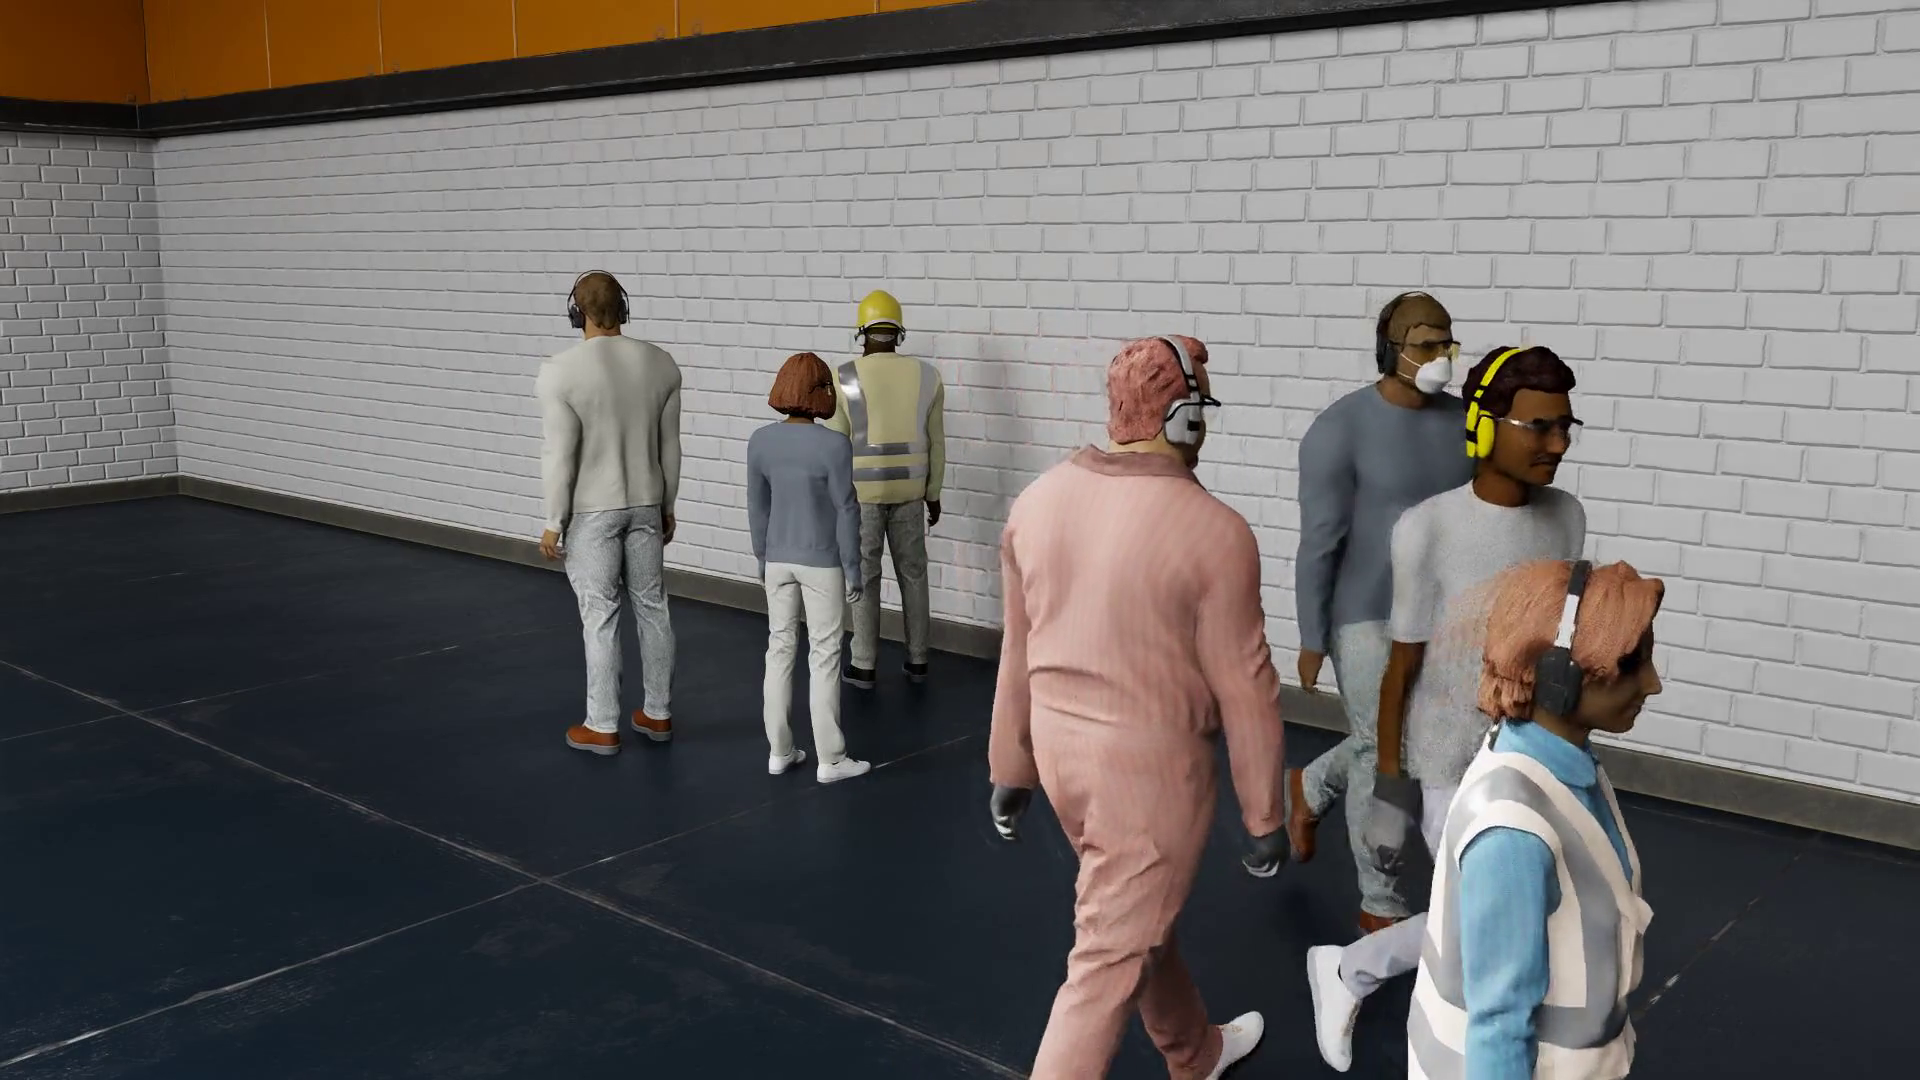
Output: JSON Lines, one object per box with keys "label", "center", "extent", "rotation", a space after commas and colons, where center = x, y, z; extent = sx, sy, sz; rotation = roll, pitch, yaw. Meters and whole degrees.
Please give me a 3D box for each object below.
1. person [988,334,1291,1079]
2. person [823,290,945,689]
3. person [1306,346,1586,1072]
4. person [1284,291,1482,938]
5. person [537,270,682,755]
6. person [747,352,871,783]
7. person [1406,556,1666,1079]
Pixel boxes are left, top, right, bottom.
{"label": "person", "center": [0.400, 0.493, 3.547], "extent": [1.039, 1.846, 0.649], "rotation": [-8, 13, -40]}
{"label": "person", "center": [-0.362, -0.231, 7.687], "extent": [0.600, 1.830, 0.403], "rotation": [-4, 11, -22]}
{"label": "person", "center": [1.067, 0.480, 3.651], "extent": [0.534, 1.843, 0.781], "rotation": [-5, 11, -28]}
{"label": "person", "center": [1.198, 0.218, 4.933], "extent": [0.642, 1.916, 0.777], "rotation": [-5, 11, -26]}
{"label": "person", "center": [-1.399, -0.105, 6.686], "extent": [0.627, 1.935, 0.371], "rotation": [-9, 13, -41]}
{"label": "person", "center": [-0.581, 0.106, 6.336], "extent": [0.498, 1.634, 0.280], "rotation": [6, 12, 31]}
{"label": "person", "center": [0.730, 0.810, 2.369], "extent": [0.530, 1.623, 0.510], "rotation": [5, 11, 26]}
